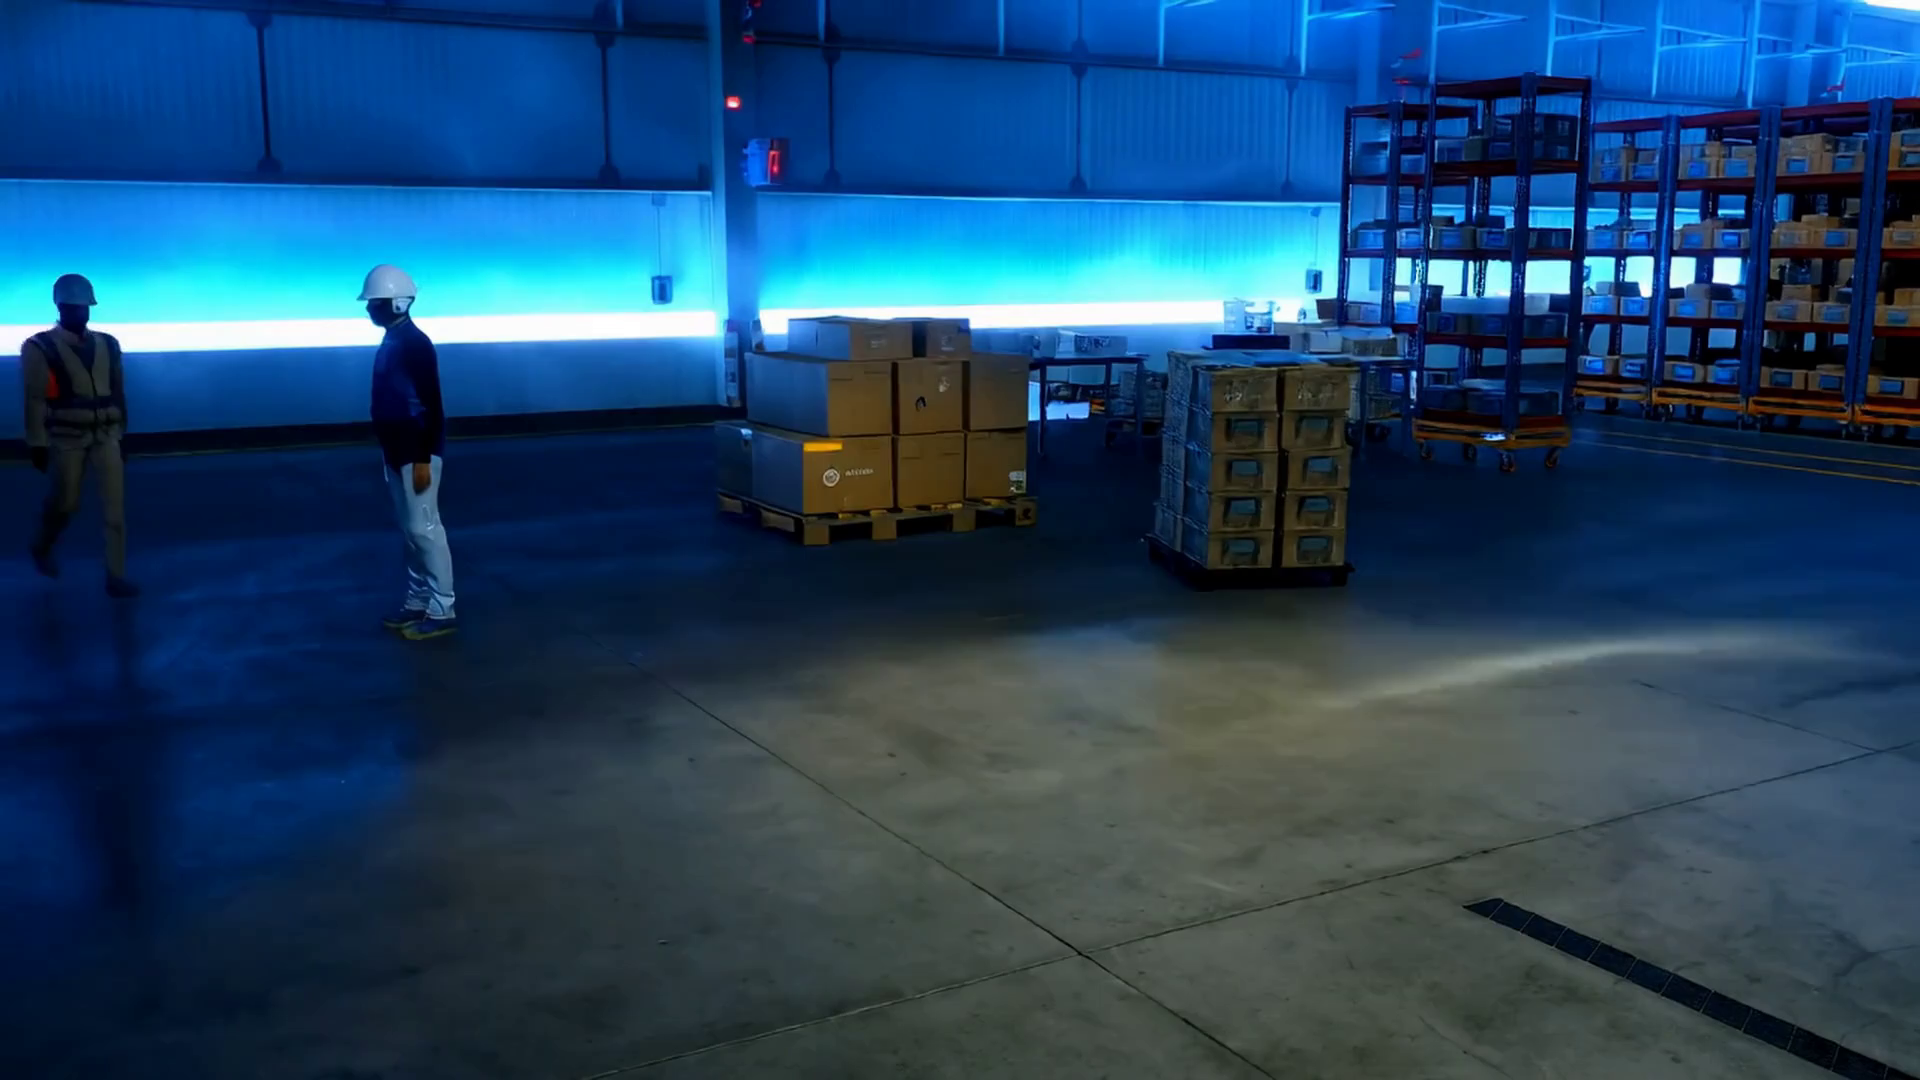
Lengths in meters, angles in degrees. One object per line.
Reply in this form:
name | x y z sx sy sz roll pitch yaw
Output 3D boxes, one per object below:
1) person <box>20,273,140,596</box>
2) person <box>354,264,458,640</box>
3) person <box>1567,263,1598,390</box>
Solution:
person | -5.296 -0.627 9.931 0.751 1.925 0.620 6 12 31
person | -2.959 -0.464 8.853 0.414 1.985 0.611 -7 12 -36
person | 8.944 -3.043 23.856 0.389 1.838 0.563 3 10 17
